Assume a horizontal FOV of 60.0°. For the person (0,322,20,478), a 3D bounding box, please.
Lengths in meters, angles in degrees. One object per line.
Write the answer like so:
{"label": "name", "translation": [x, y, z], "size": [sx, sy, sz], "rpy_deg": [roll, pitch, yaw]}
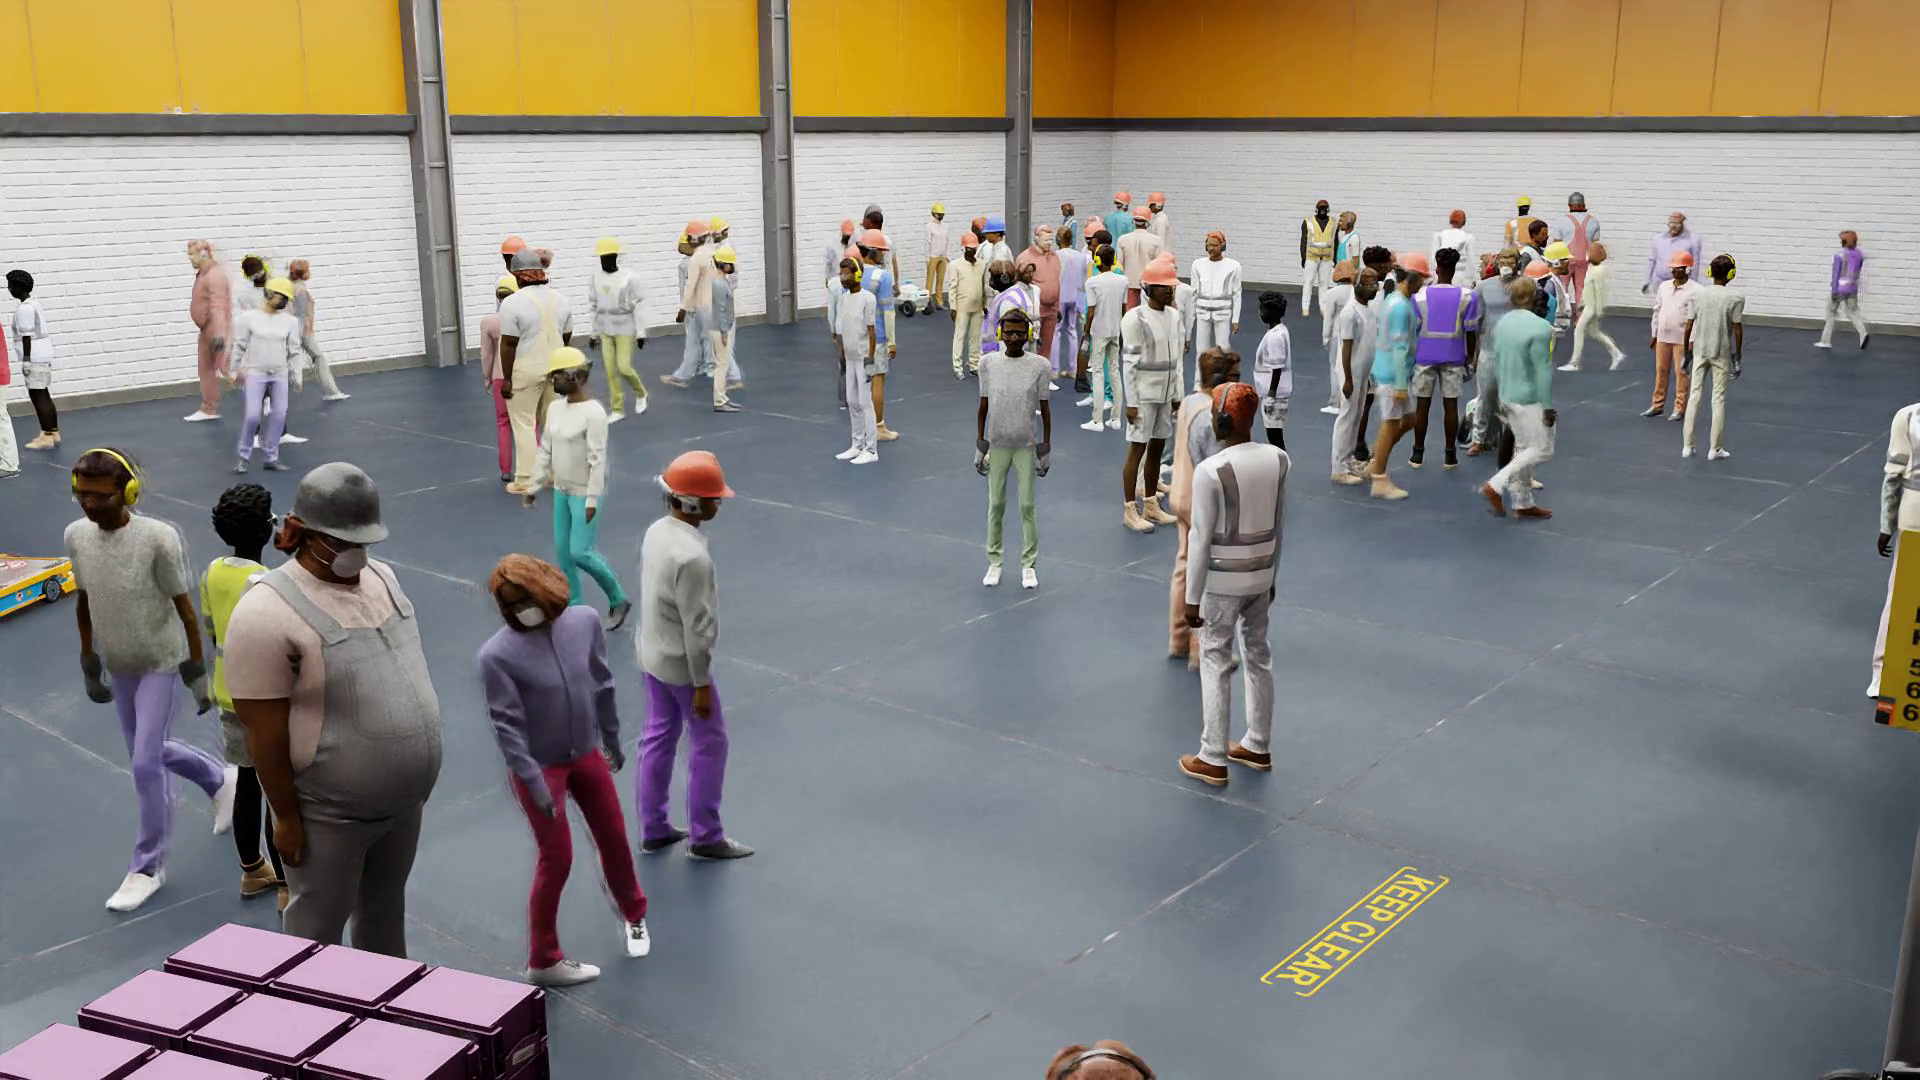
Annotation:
{"label": "person", "translation": [-8.418, -1.403, 14.392], "size": [0.354, 1.741, 0.568], "rpy_deg": [-9, 17, -32]}

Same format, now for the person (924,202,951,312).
{"label": "person", "translation": [-0.358, -4.625, 27.213], "size": [0.532, 1.767, 0.328], "rpy_deg": [-13, 19, -41]}

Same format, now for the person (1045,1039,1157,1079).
{"label": "person", "translation": [0.249, 1.615, 2.601], "size": [0.538, 1.604, 0.567], "rpy_deg": [3, 14, 10]}

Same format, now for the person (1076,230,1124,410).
{"label": "person", "translation": [1.534, -2.359, 17.852], "size": [0.392, 1.918, 0.592], "rpy_deg": [-8, 16, -28]}

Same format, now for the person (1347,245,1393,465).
{"label": "person", "translation": [3.662, -1.664, 14.977], "size": [0.361, 1.962, 0.613], "rpy_deg": [-2, 14, -6]}

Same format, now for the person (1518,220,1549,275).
{"label": "person", "translation": [6.711, -2.800, 19.611], "size": [0.392, 1.920, 0.587], "rpy_deg": [8, 16, 30]}

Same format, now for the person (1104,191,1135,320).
{"label": "person", "translation": [2.514, -4.457, 26.078], "size": [0.395, 1.994, 0.612], "rpy_deg": [-13, 19, -43]}

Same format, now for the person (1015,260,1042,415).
{"label": "person", "translation": [0.665, -2.101, 17.383], "size": [0.305, 1.640, 0.522], "rpy_deg": [12, 18, 40]}

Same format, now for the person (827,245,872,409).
{"label": "person", "translation": [-1.135, -2.270, 17.824], "size": [0.561, 1.752, 0.327], "rpy_deg": [4, 15, 15]}

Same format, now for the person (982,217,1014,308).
{"label": "person", "translation": [0.460, -2.896, 19.962], "size": [0.411, 1.940, 0.612], "rpy_deg": [1, 14, 4]}

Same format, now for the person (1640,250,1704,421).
{"label": "person", "translation": [7.384, -2.112, 17.195], "size": [0.324, 1.752, 0.562], "rpy_deg": [-9, 17, -32]}

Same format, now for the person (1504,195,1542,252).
{"label": "person", "translation": [8.838, -4.451, 26.196], "size": [0.594, 1.925, 0.389], "rpy_deg": [0, 14, 0]}

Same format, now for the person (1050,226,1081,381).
{"label": "person", "translation": [1.245, -2.823, 19.878], "size": [0.524, 1.833, 0.339], "rpy_deg": [-7, 16, -26]}

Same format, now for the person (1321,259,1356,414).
{"label": "person", "translation": [4.052, -2.143, 17.586], "size": [0.493, 1.625, 0.279], "rpy_deg": [-5, 15, -20]}

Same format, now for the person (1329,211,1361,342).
{"label": "person", "translation": [5.365, -3.628, 23.067], "size": [0.344, 1.845, 0.506], "rpy_deg": [-1, 14, -4]}

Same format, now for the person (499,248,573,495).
{"label": "person", "translation": [-3.555, -1.406, 13.793], "size": [0.535, 2.000, 0.686], "rpy_deg": [10, 17, 34]}

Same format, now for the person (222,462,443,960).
{"label": "person", "translation": [-1.874, 0.741, 5.213], "size": [0.535, 2.000, 0.674], "rpy_deg": [5, 15, 19]}

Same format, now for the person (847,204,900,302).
{"label": "person", "translation": [-1.142, -3.402, 21.769], "size": [0.691, 2.000, 0.809], "rpy_deg": [8, 16, 28]}

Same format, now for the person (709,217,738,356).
{"label": "person", "translation": [-3.136, -3.341, 21.967], "size": [0.403, 1.823, 0.586], "rpy_deg": [0, 14, -1]}

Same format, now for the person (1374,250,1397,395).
{"label": "person", "translation": [4.795, -2.464, 18.835], "size": [0.306, 1.640, 0.522], "rpy_deg": [1, 14, 5]}

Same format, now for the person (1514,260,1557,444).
{"label": "person", "translation": [5.456, -1.784, 15.884], "size": [0.342, 1.751, 0.564], "rpy_deg": [12, 18, 40]}

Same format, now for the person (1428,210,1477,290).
{"label": "person", "translation": [6.937, -3.685, 23.299], "size": [0.601, 1.837, 0.953], "rpy_deg": [11, 18, 37]}

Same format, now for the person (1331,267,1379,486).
{"label": "person", "translation": [3.367, -1.393, 14.136], "size": [0.327, 1.843, 0.514], "rpy_deg": [8, 16, 30]}

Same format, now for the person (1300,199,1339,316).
{"label": "person", "translation": [5.736, -4.497, 26.546], "size": [0.619, 1.845, 0.430], "rpy_deg": [0, 14, -1]}

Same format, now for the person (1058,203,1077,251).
{"label": "person", "translation": [1.938, -5.207, 29.821], "size": [0.312, 1.632, 0.519], "rpy_deg": [-6, 15, -21]}

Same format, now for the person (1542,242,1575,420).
{"label": "person", "translation": [6.108, -2.159, 17.214], "size": [0.404, 1.834, 0.600], "rpy_deg": [6, 15, 22]}

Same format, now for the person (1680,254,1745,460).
{"label": "person", "translation": [6.865, -1.669, 15.191], "size": [0.534, 1.868, 0.309], "rpy_deg": [11, 18, 38]}

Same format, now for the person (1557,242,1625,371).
{"label": "person", "translation": [7.873, -2.880, 20.559], "size": [0.757, 1.602, 0.497], "rpy_deg": [3, 14, 11]}

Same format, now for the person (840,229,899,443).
{"label": "person", "translation": [-0.852, -1.960, 16.014], "size": [0.616, 2.035, 0.381], "rpy_deg": [10, 17, 36]}

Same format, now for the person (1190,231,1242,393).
{"label": "person", "translation": [2.778, -2.433, 18.212], "size": [0.582, 1.882, 0.338], "rpy_deg": [6, 15, 23]}

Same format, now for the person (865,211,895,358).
{"label": "person", "translation": [-1.059, -3.293, 21.579], "size": [0.380, 1.917, 0.596], "rpy_deg": [-7, 16, -27]}

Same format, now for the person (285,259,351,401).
{"label": "person", "translation": [-7.207, -2.261, 18.127], "size": [0.902, 1.588, 0.514], "rpy_deg": [-13, 19, -42]}

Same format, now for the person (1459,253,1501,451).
{"label": "person", "translation": [4.962, -1.754, 15.577], "size": [0.390, 1.847, 0.563], "rpy_deg": [9, 17, 32]}

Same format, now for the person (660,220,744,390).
{"label": "person", "translation": [-2.978, -2.696, 19.155], "size": [1.032, 1.939, 0.625], "rpy_deg": [2, 14, 7]}

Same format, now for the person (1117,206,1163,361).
{"label": "person", "translation": [2.318, -3.293, 21.425], "size": [0.622, 1.993, 0.384], "rpy_deg": [4, 15, 15]}

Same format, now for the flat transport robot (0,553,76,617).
{"label": "flat transport robot", "translation": [-6.170, 0.344, 10.387], "size": [0.652, 0.197, 1.431], "rpy_deg": [2, 14, 6]}

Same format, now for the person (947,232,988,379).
{"label": "person", "translation": [0.117, -2.819, 20.022], "size": [0.563, 1.751, 0.330], "rpy_deg": [-9, 17, -33]}

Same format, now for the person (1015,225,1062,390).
{"label": "person", "translation": [0.928, -2.630, 18.971], "size": [0.651, 1.899, 0.403], "rpy_deg": [-12, 18, -40]}

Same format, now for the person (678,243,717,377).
{"label": "person", "translation": [-3.157, -2.850, 20.177], "size": [0.485, 1.739, 0.304], "rpy_deg": [3, 14, 11]}

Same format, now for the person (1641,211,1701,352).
{"label": "person", "translation": [9.432, -3.415, 22.144], "size": [0.611, 1.883, 0.639], "rpy_deg": [-13, 19, -42]}
